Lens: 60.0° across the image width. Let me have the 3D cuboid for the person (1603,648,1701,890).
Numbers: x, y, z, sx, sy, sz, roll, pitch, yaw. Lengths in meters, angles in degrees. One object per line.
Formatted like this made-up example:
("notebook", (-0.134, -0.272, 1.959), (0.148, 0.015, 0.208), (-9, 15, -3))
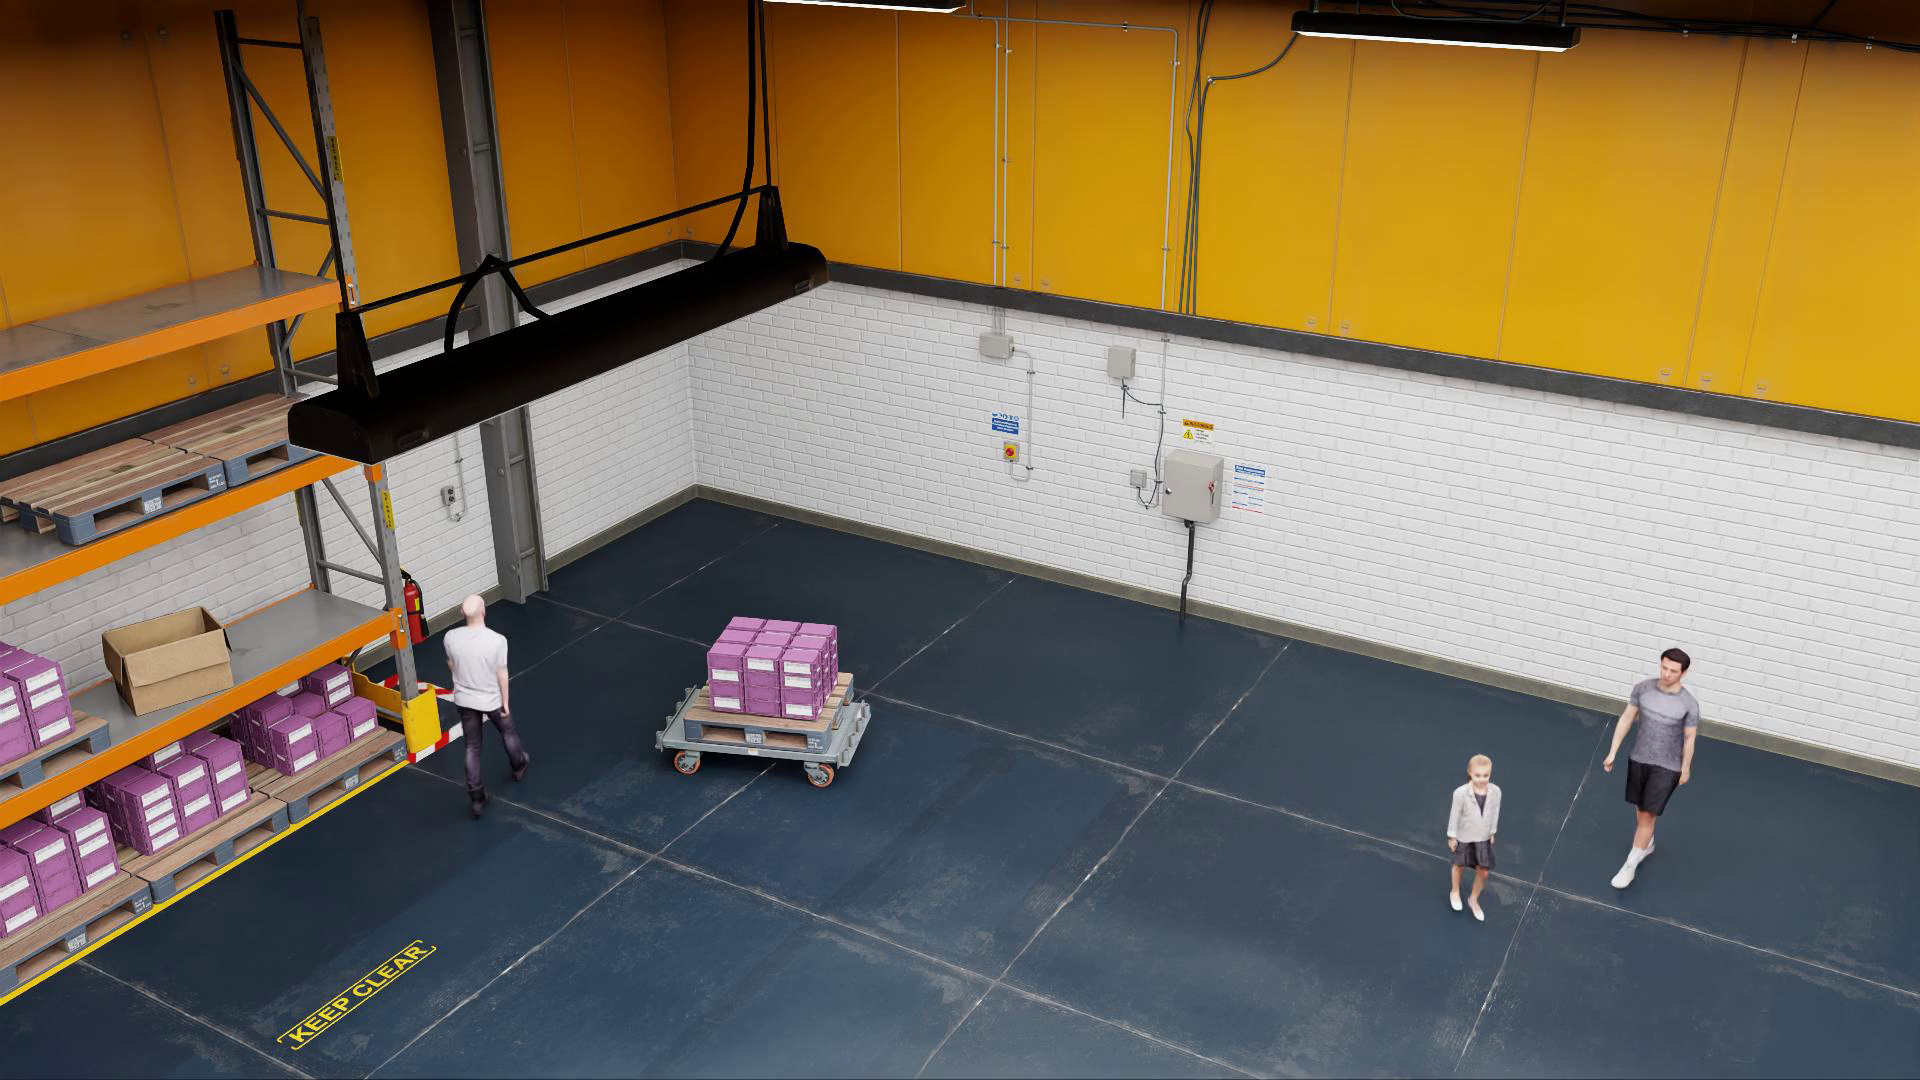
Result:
("person", (5.204, 1.607, 12.334), (1.094, 1.848, 0.894), (-17, 29, -33))

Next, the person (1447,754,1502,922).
("person", (3.675, 2.083, 11.972), (0.639, 1.264, 0.697), (1, 24, 2))

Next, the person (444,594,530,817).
("person", (-3.800, 1.310, 13.076), (1.003, 1.797, 1.189), (1, 24, 2))
